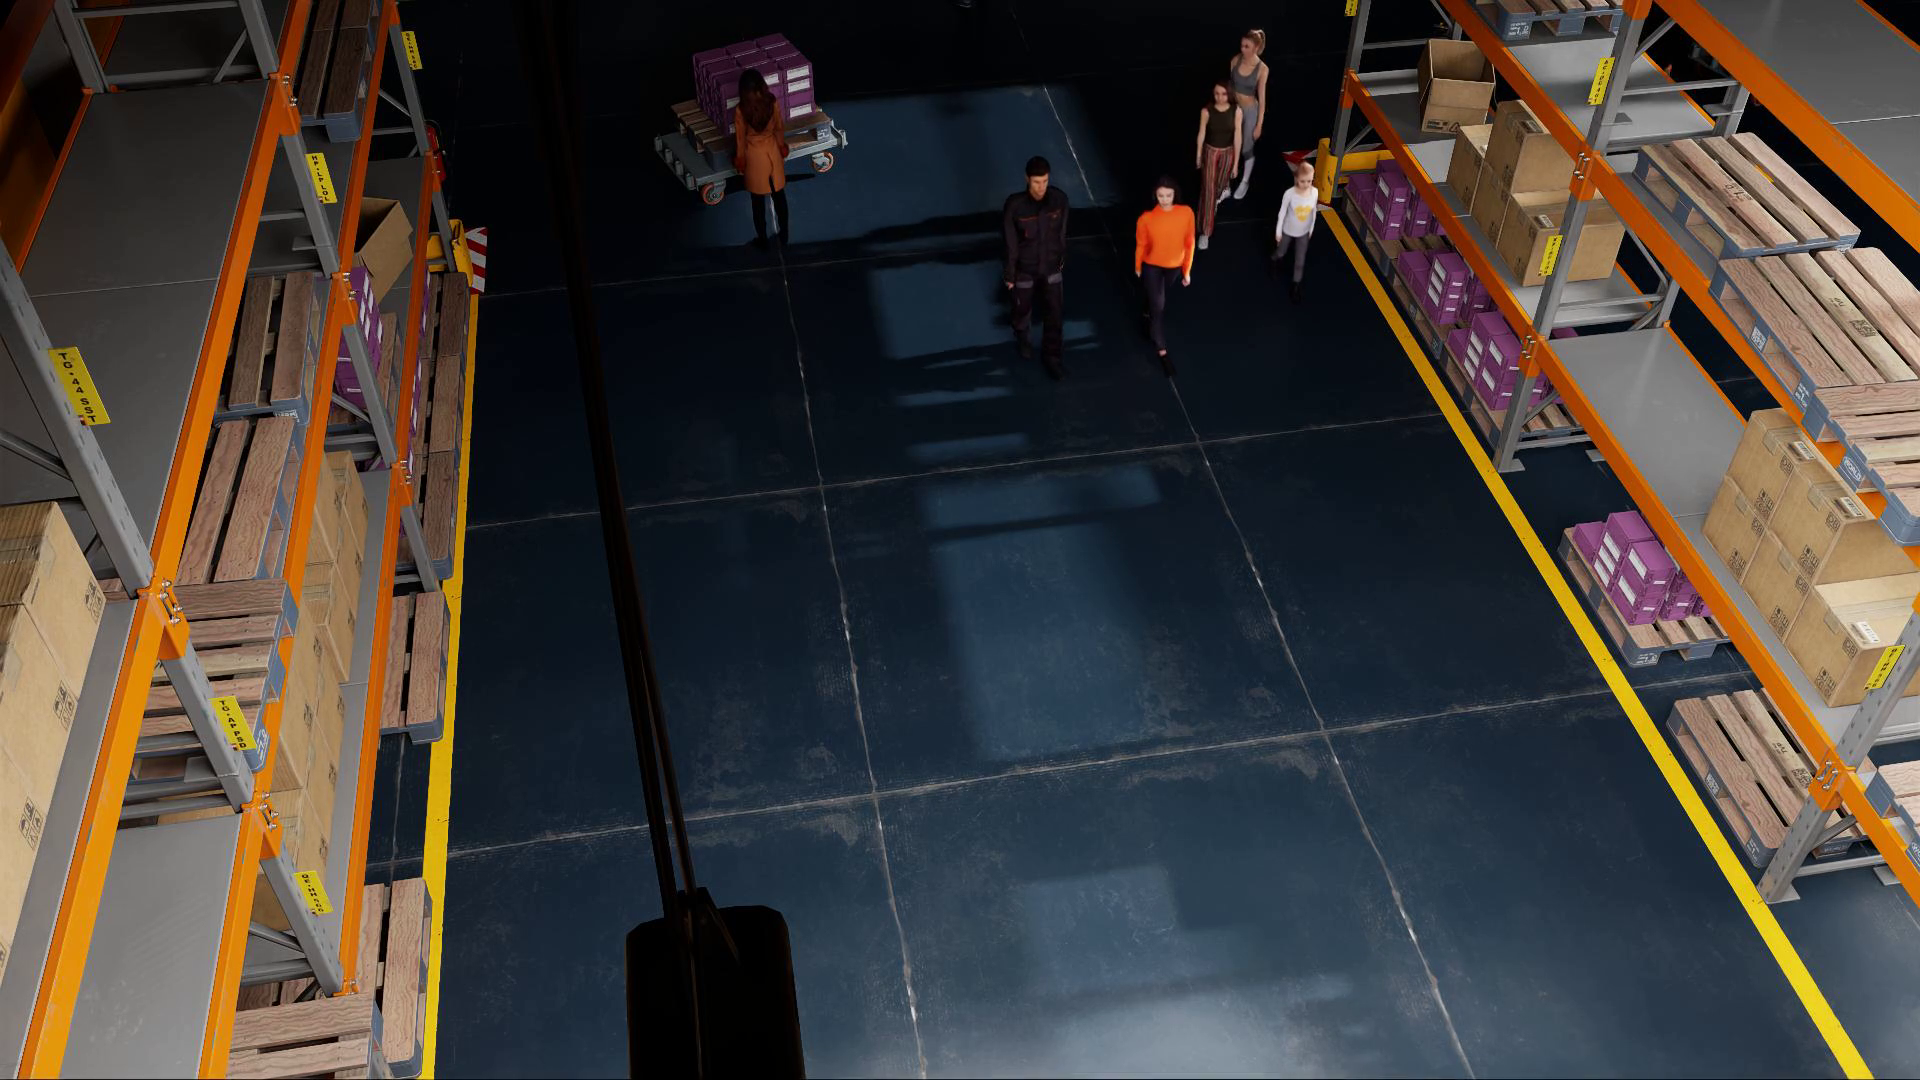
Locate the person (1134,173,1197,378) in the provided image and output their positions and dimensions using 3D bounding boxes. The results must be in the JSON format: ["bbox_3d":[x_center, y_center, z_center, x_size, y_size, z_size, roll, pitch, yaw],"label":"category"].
[{"bbox_3d":[1.608,-2.246,13.462,0.667,1.699,1.114,-10,44,-10],"label":"person"}]

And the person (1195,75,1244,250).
[{"bbox_3d":[2.312,-3.454,14.855,0.745,1.526,1.125,4,44,4],"label":"person"}]

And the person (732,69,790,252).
[{"bbox_3d":[-1.734,-3.330,14.583,0.733,1.722,0.681,-17,46,-17],"label":"person"}]

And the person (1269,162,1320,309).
[{"bbox_3d":[2.850,-2.688,14.239,0.524,1.267,0.887,-4,44,-4],"label":"person"}]

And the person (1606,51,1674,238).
[{"bbox_3d":[5.807,-3.523,14.756,1.011,1.764,1.207,-33,52,-29],"label":"person"}]

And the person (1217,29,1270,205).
[{"bbox_3d":[2.641,-3.903,15.212,0.830,1.685,0.886,27,50,26],"label":"person"}]

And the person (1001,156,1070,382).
[{"bbox_3d":[0.576,-2.271,13.327,0.782,1.922,1.012,-10,45,-11],"label":"person"}]
